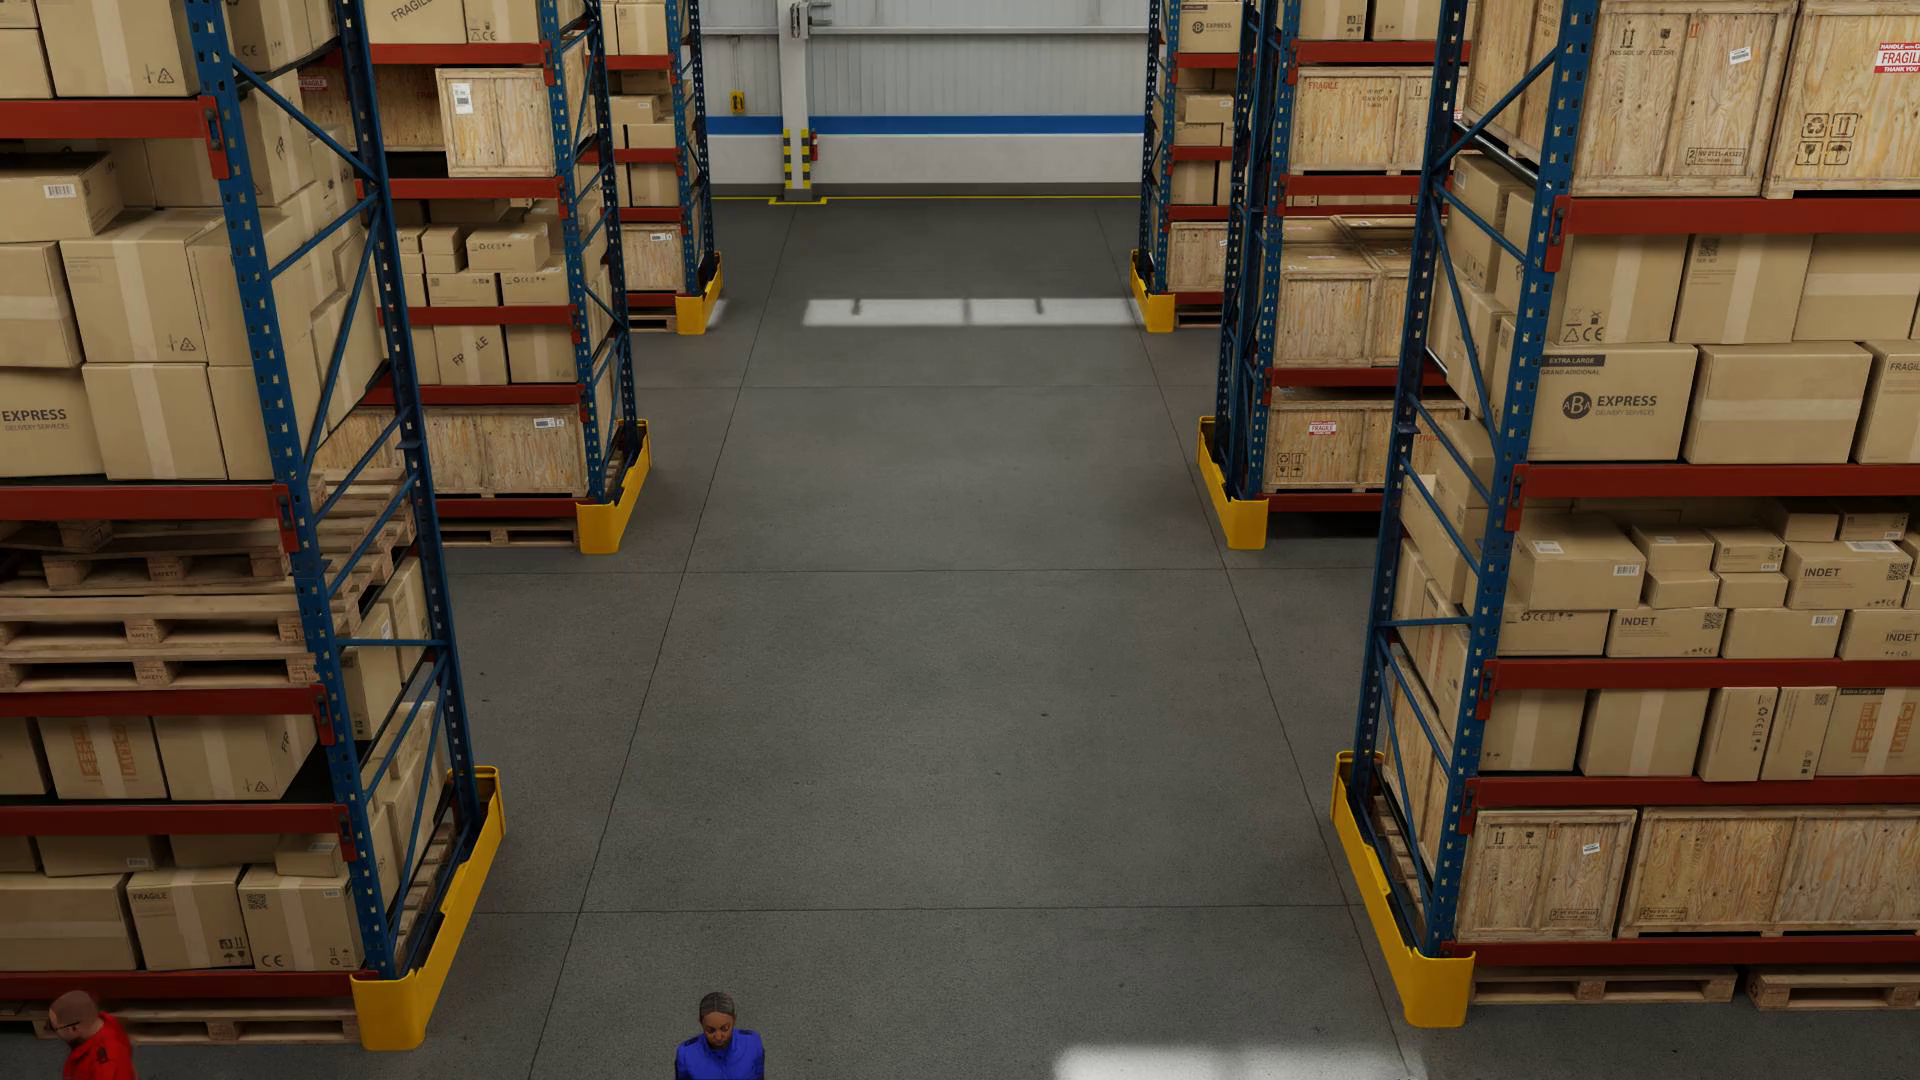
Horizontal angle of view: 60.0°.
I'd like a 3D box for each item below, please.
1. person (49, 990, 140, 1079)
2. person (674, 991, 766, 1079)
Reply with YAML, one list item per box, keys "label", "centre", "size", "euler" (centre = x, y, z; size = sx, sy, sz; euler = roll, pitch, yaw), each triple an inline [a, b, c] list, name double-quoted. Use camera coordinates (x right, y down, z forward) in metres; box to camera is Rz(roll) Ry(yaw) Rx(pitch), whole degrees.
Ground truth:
- label: "person"
  centre: [-3.922, 2.810, 7.904]
  size: [0.875, 1.714, 0.513]
  euler: [-19, 31, -35]
- label: "person"
  centre: [-1.105, 2.853, 7.903]
  size: [0.438, 1.657, 0.349]
  euler: [-7, 26, -16]
